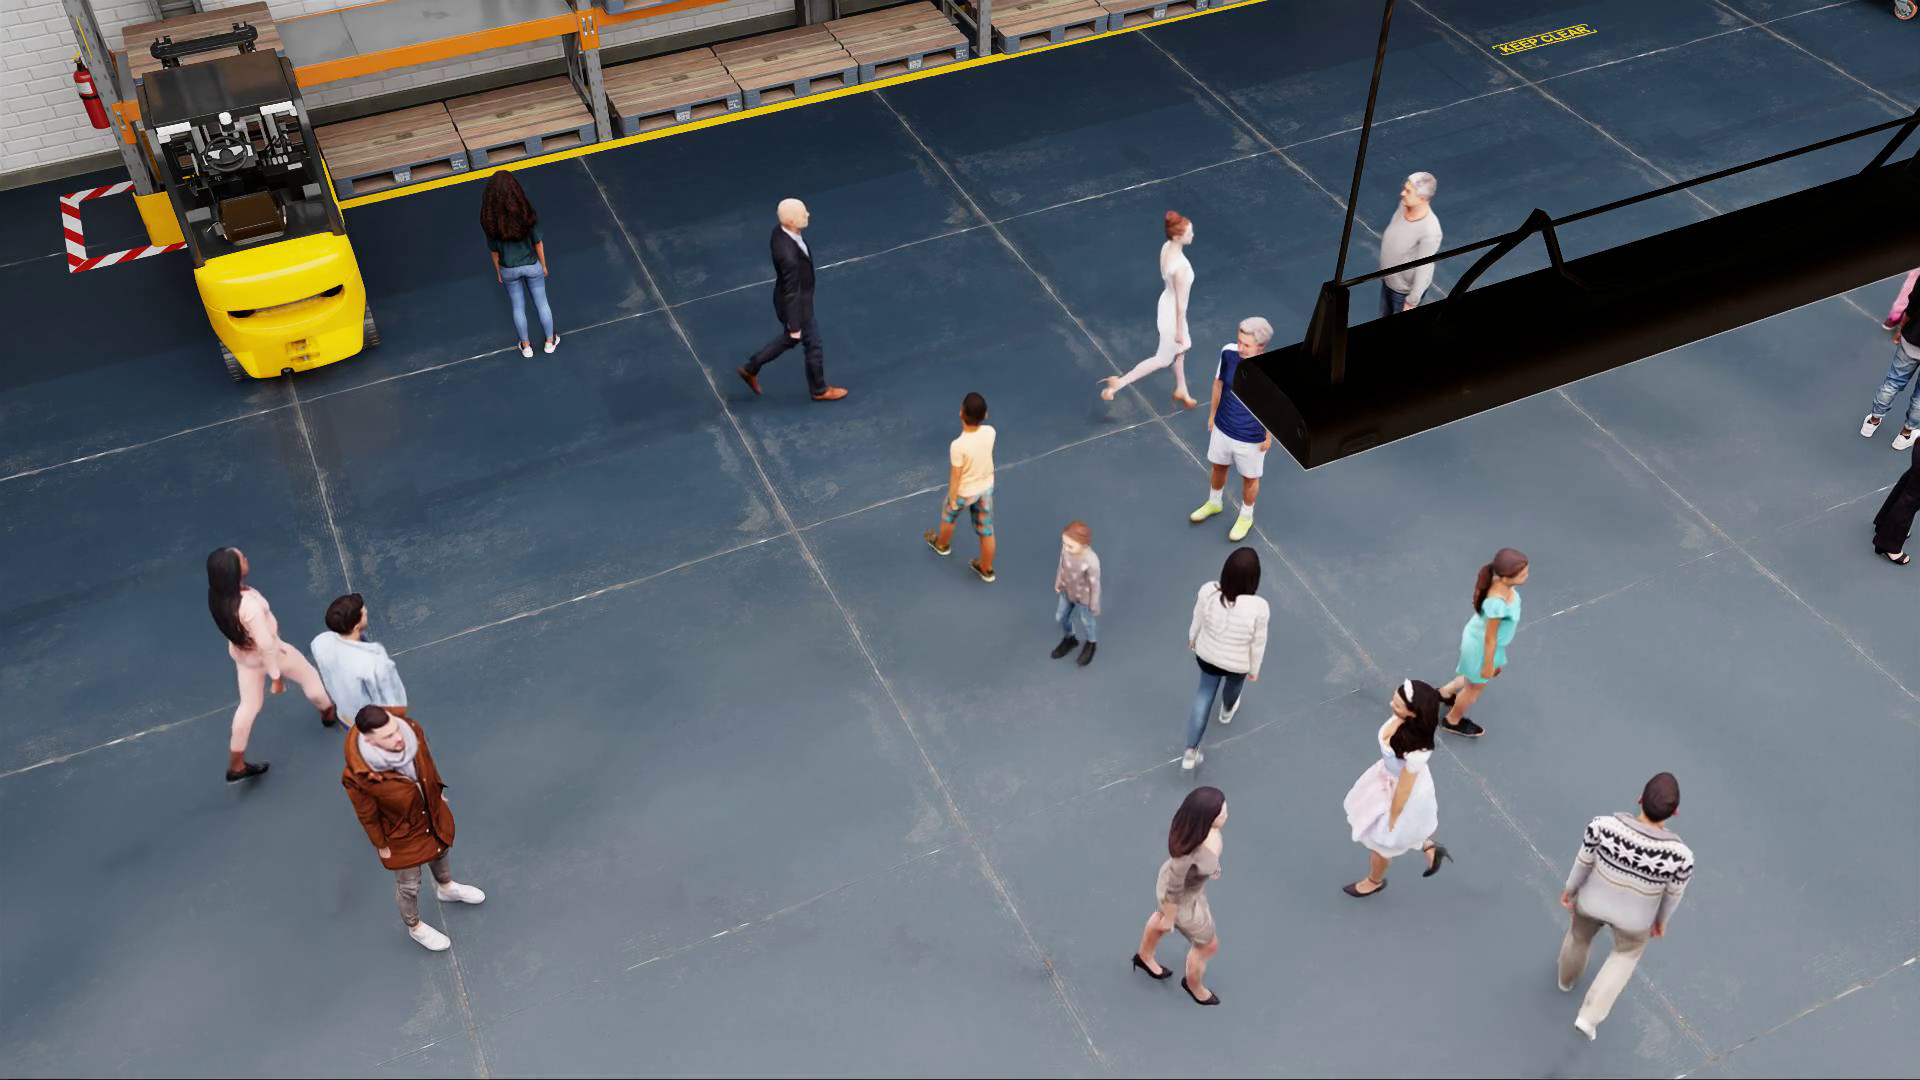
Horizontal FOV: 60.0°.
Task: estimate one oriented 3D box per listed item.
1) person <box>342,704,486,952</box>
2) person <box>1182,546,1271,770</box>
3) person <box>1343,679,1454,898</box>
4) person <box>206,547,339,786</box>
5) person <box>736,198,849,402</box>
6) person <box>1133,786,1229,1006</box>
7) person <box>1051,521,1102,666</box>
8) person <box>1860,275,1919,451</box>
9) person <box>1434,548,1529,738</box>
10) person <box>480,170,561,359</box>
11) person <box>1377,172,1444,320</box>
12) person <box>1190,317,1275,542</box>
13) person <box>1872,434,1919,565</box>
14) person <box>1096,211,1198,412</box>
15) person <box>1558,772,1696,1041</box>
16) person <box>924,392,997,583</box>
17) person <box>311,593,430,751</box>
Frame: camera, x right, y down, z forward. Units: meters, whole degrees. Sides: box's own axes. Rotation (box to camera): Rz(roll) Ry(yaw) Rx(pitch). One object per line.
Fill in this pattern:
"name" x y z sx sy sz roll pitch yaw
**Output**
"person" -2.969 1.505 8.924 0.894 1.833 0.828 16 46 16
"person" 1.560 0.716 9.914 1.028 1.610 1.126 17 46 17
"person" 2.470 1.403 9.056 1.013 1.798 0.878 1 44 1
"person" -4.202 0.754 9.824 1.029 1.679 1.246 25 49 24
"person" -1.312 -1.744 12.371 1.157 1.783 0.885 -7 44 -7
"person" 1.077 1.825 8.666 0.880 1.725 0.812 8 44 8
"person" 0.793 0.299 10.664 0.582 1.179 0.600 30 51 28
"person" 7.040 -1.448 12.038 0.769 1.814 0.731 34 53 31
"person" 3.091 0.615 10.064 0.756 1.549 0.696 13 45 13
"person" -3.413 -2.134 12.901 0.593 1.617 0.707 -9 44 -9
"person" 3.326 -1.925 12.468 0.712 1.911 0.787 -8 44 -8
"person" 1.920 -0.781 11.322 0.714 1.835 0.703 28 50 26
"person" 6.591 -0.578 11.235 0.724 1.660 0.637 20 47 20
"person" 1.472 -1.619 12.247 1.101 1.772 0.828 -2 44 -3
"person" 3.343 1.907 8.494 0.963 1.844 1.061 23 48 22
"person" 0.133 -0.306 11.112 0.825 1.437 0.680 -25 49 -24
"person" -3.390 1.066 9.415 0.825 1.792 0.856 19 47 19
